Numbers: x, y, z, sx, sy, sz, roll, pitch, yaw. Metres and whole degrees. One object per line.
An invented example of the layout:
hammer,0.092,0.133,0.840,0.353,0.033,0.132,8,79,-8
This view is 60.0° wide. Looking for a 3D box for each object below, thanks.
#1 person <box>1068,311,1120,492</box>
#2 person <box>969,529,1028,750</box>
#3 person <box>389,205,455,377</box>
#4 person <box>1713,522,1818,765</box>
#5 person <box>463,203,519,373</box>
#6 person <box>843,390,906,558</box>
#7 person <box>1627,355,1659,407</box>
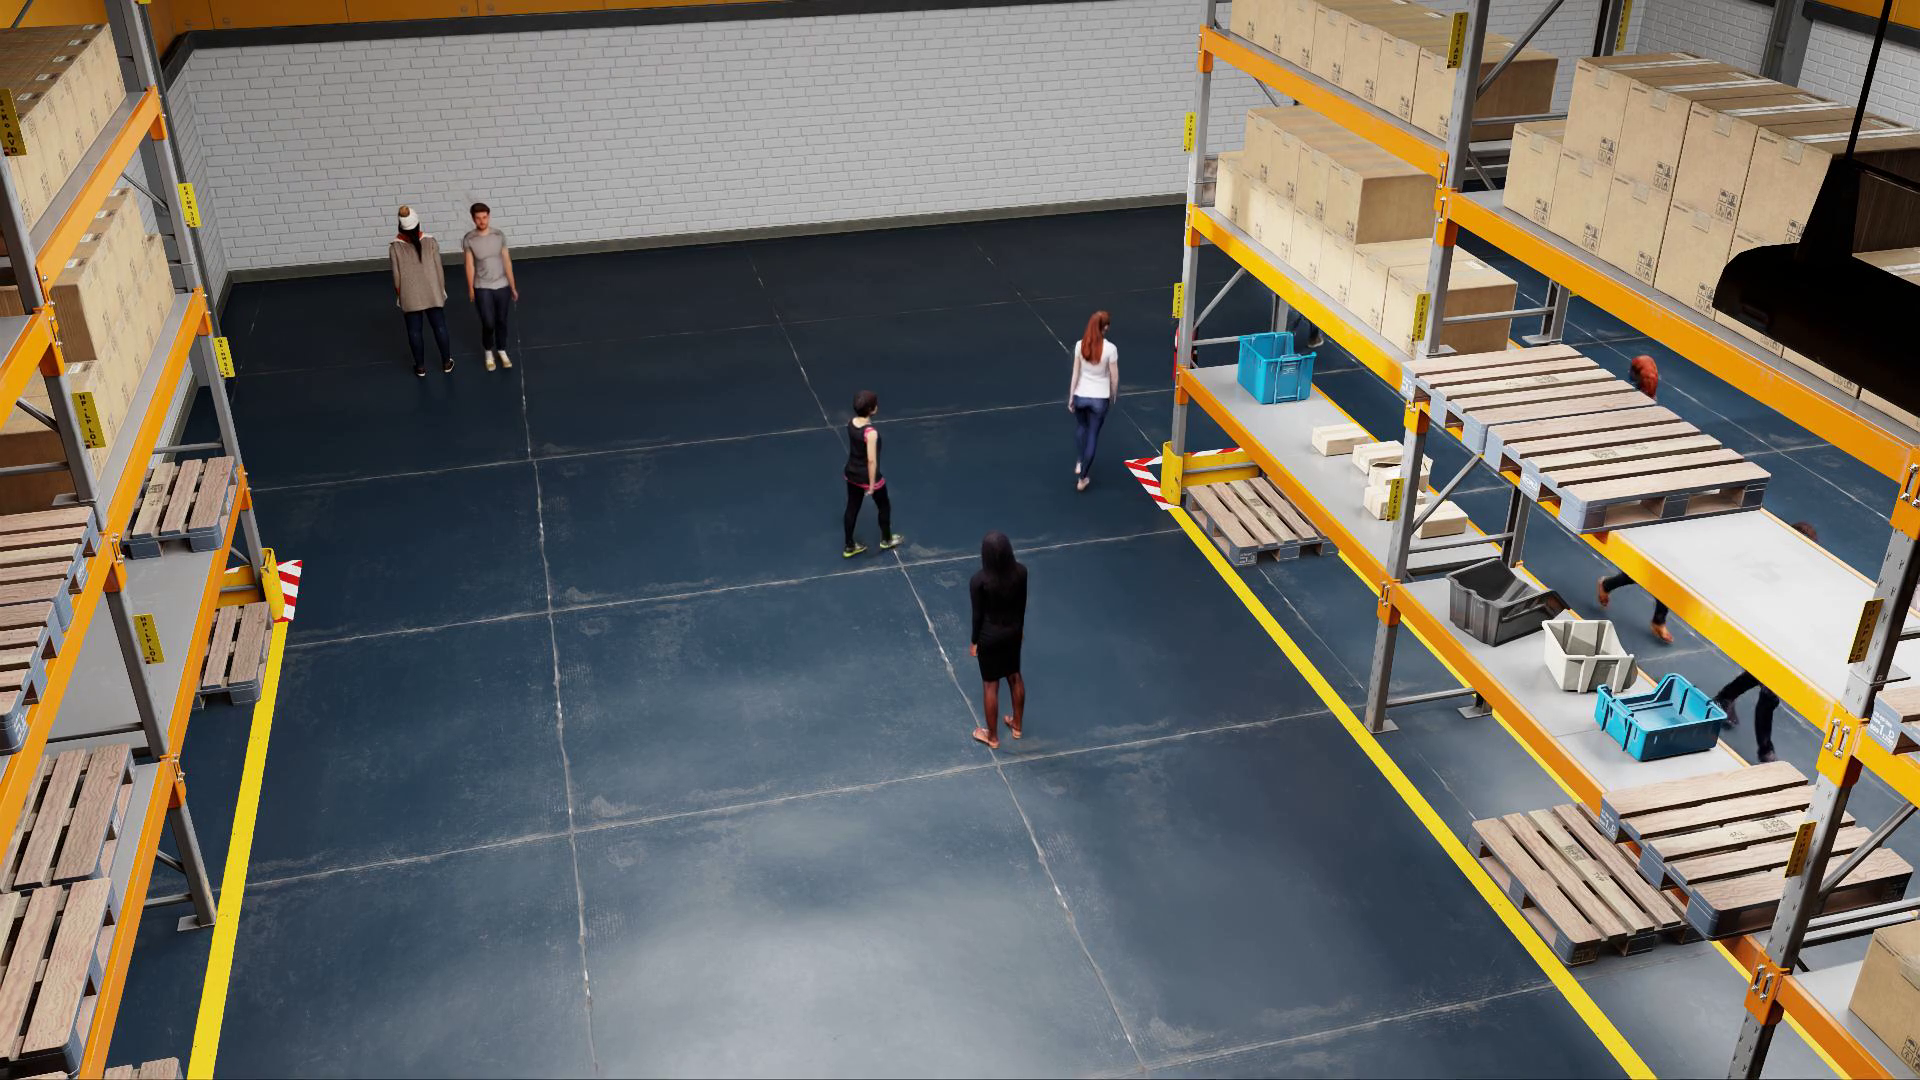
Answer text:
person,1.198,-1.249,15.406,0.788,1.718,0.866,9,30,15
person,0.275,0.689,11.849,0.659,1.720,0.591,-16,33,-27
person,-5.813,-2.697,17.878,0.718,1.892,0.683,-11,30,-19
person,5.732,0.669,11.802,0.671,1.800,1.136,-7,29,-12
person,-5.104,-2.772,18.035,0.714,1.874,0.733,-15,32,-26
person,-0.889,-0.544,14.306,0.833,1.533,0.846,-25,37,-38
person,5.893,-0.738,14.420,0.728,1.763,0.742,-21,35,-34
